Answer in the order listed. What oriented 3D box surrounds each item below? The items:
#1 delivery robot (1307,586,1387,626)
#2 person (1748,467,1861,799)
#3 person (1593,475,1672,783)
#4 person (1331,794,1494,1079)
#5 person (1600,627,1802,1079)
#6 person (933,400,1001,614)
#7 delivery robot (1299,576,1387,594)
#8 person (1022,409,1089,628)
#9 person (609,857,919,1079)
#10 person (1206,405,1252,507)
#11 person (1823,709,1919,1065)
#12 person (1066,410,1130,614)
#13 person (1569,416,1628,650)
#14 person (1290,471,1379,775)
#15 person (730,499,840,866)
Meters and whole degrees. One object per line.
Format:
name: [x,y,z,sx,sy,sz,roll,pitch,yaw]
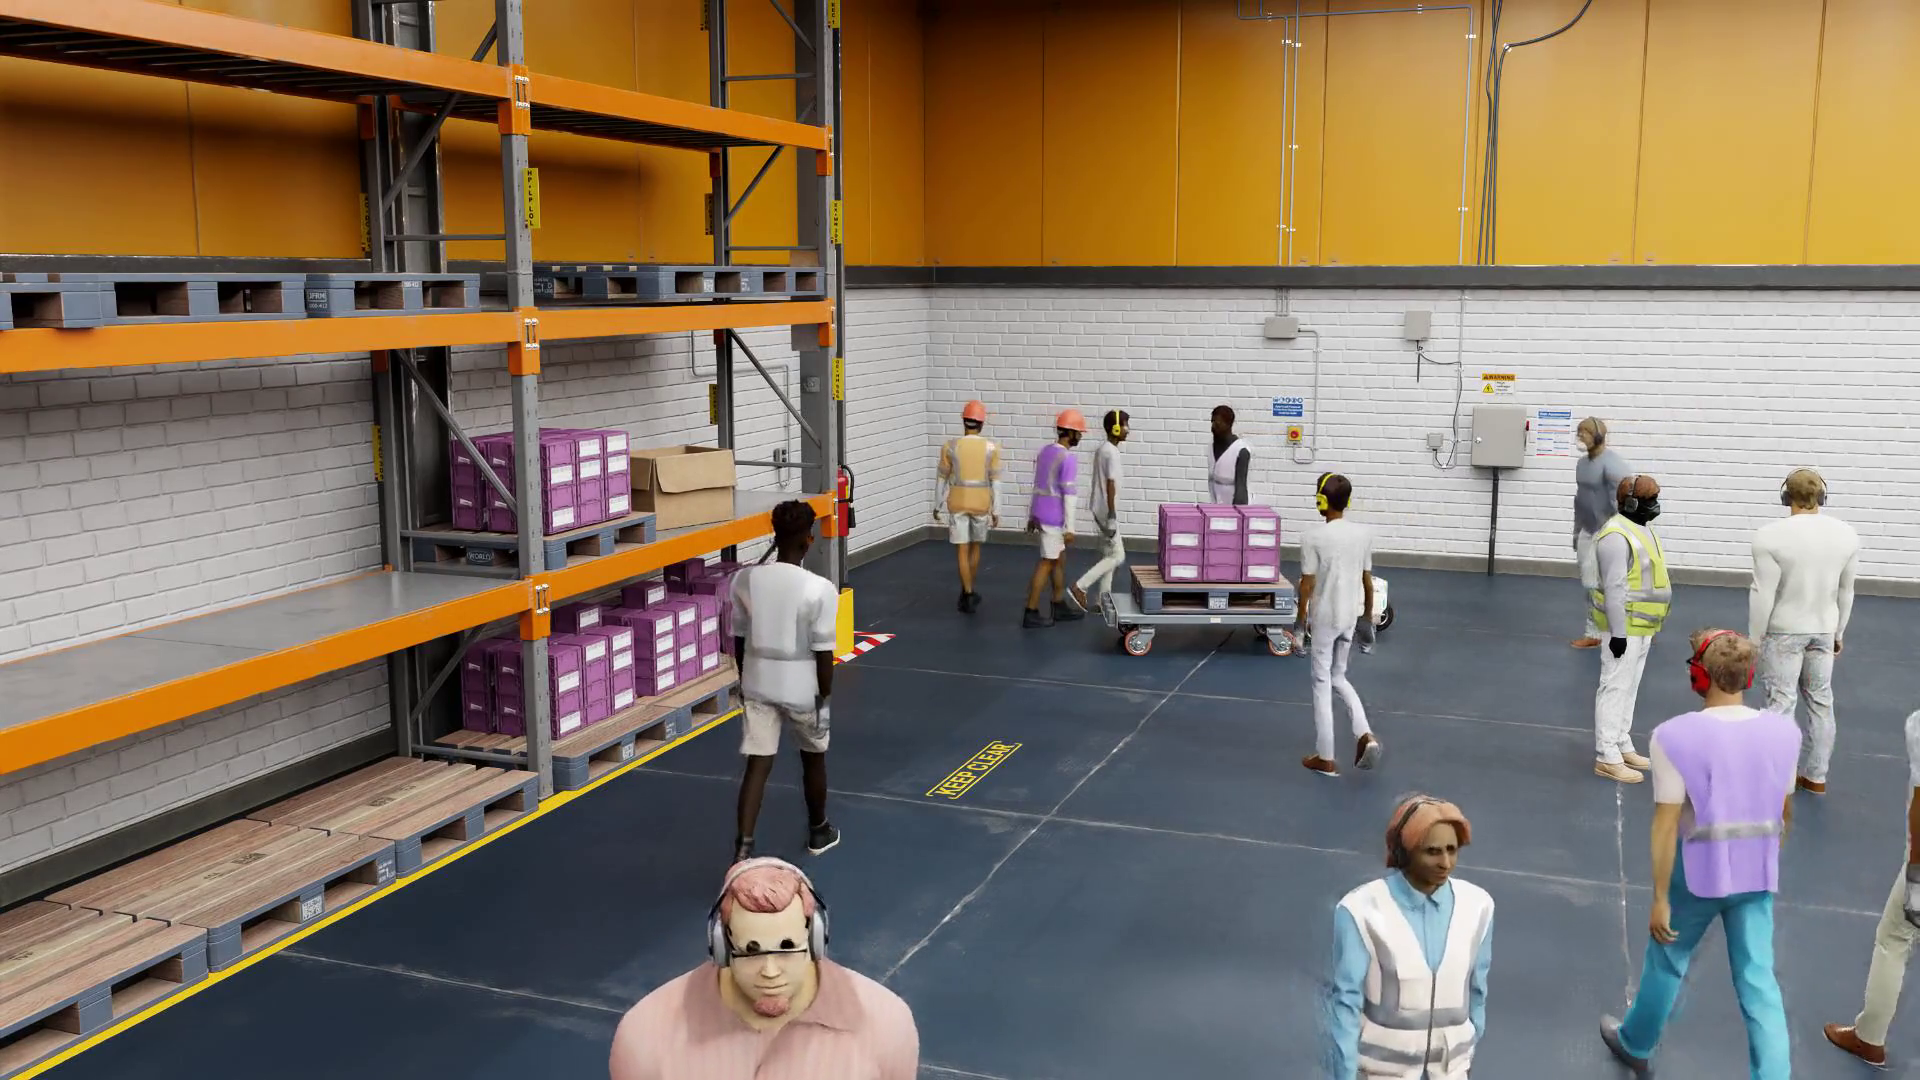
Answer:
delivery robot: [3.175,0.520,13.809,0.707,0.478,0.477,1,9,8]
person: [4.830,0.548,9.606,0.629,1.937,0.379,-1,9,-5]
person: [4.060,0.522,10.065,0.429,1.844,0.627,6,11,35]
person: [1.256,1.486,4.773,0.517,1.600,0.842,-2,9,-10]
person: [2.704,1.202,5.961,0.583,1.789,1.015,-1,9,-7]
person: [0.064,-0.306,15.044,0.600,1.903,0.642,-1,9,-8]
delivery robot: [3.289,0.443,14.294,0.707,0.478,0.477,-2,9,-10]
person: [0.858,-0.181,14.361,0.770,1.885,0.569,-4,10,-22]
person: [-0.399,1.562,3.412,0.649,1.887,0.519,0,9,-1]
person: [2.448,-0.295,15.168,1.060,1.872,0.607,-5,10,-30]
person: [3.646,1.179,6.023,0.516,1.824,1.002,-2,9,-10]
person: [1.254,-0.230,14.775,0.518,1.846,0.537,-1,9,-8]
person: [5.131,-0.036,13.347,0.474,1.915,0.687,-1,9,-7]
person: [2.262,0.521,10.024,0.512,1.859,0.464,-4,10,-25]
person: [-0.906,0.750,8.392,0.622,1.929,0.971,3,9,16]
